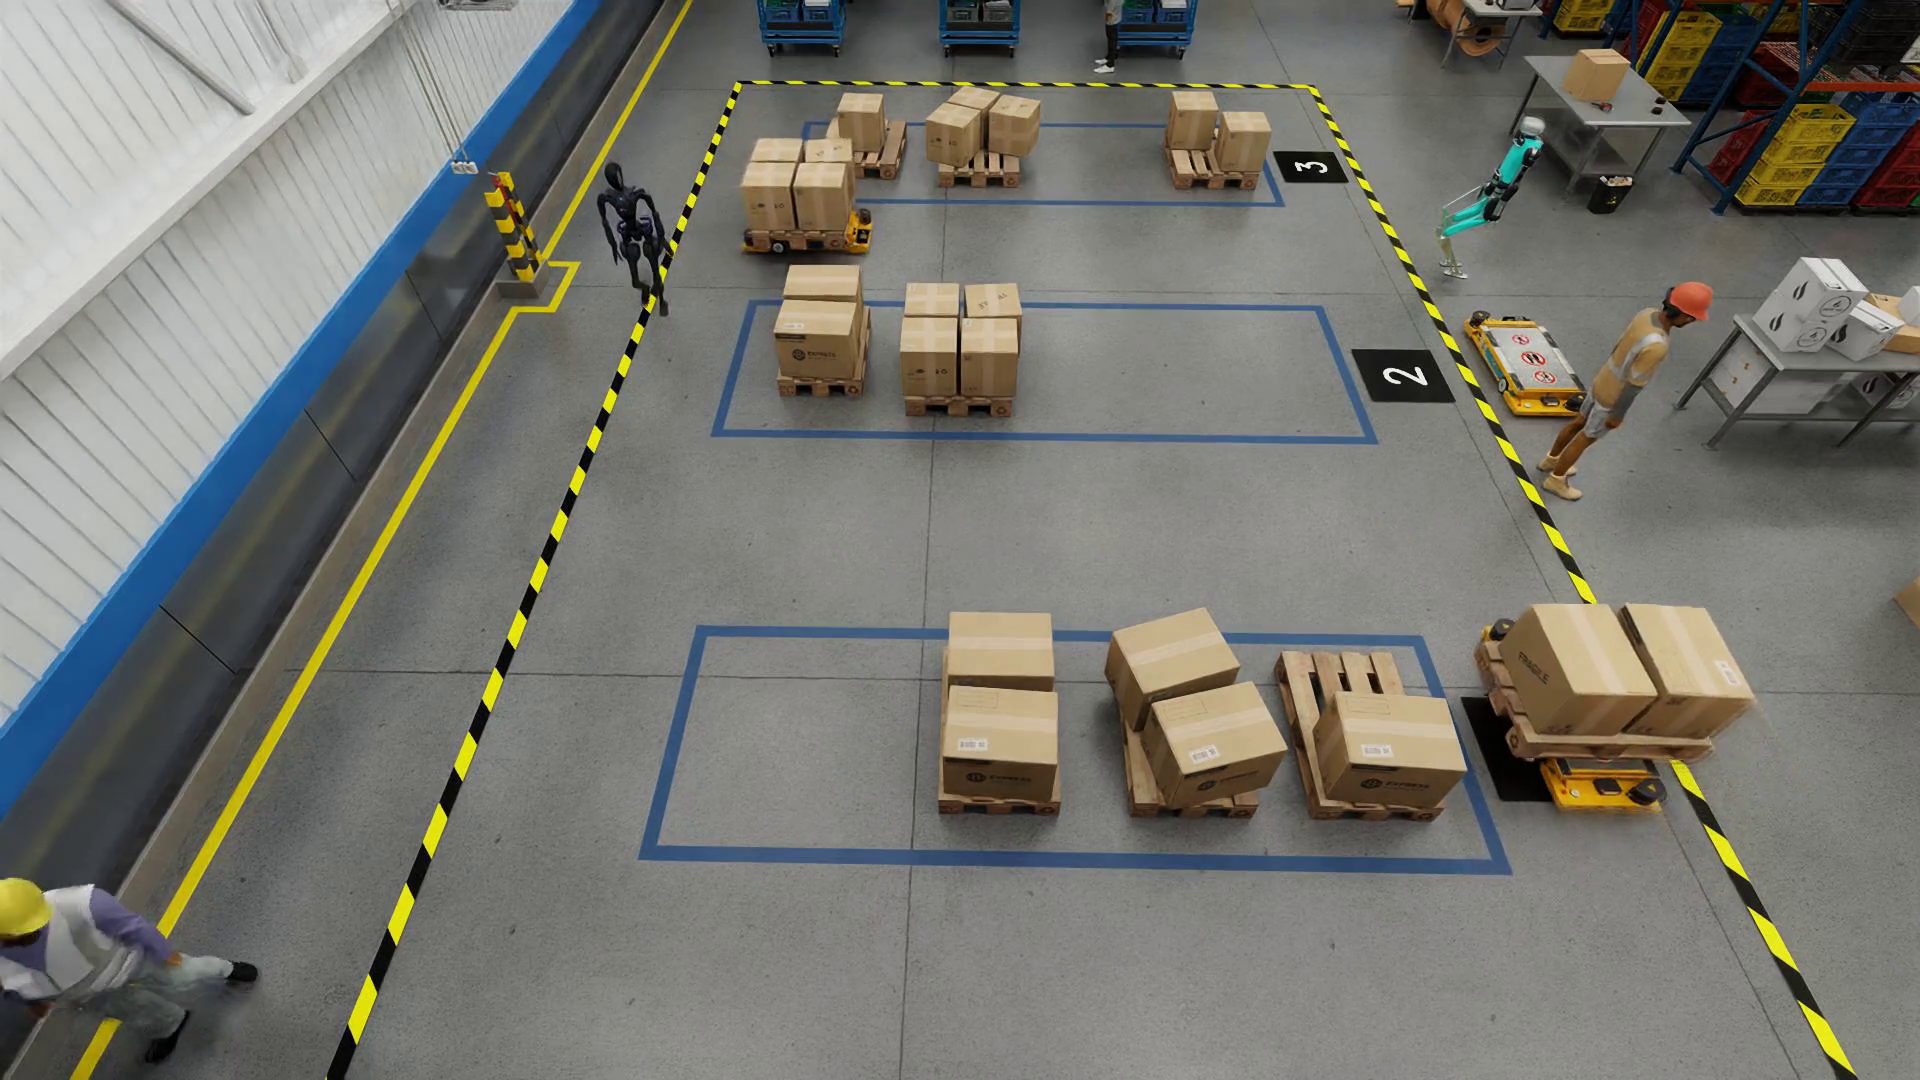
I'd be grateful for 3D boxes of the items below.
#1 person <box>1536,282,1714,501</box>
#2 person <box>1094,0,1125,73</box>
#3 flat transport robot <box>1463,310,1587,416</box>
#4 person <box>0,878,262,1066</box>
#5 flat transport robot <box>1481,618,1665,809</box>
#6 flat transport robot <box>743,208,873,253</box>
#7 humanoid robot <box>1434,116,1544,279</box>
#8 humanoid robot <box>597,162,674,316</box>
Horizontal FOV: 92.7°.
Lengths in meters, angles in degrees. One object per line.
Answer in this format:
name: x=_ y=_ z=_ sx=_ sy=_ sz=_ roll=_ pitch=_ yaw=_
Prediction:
person: x=5.319 y=-1.191 z=7.400 sx=0.400 sy=2.033 sz=0.607 roll=16 pitch=51 yaw=13
person: x=2.170 y=-7.717 z=13.166 sx=0.396 sy=1.852 sz=0.589 roll=10 pitch=50 yaw=8
flat transport robot: x=5.573 y=-1.757 z=9.054 sx=0.659 sy=0.231 sz=1.431 roll=1 pitch=49 yaw=1
person: x=-4.372 y=2.164 z=4.661 sx=0.659 sy=1.787 sz=0.435 roll=-24 pitch=53 yaw=-20
flat transport robot: x=4.306 y=1.188 z=6.486 sx=0.652 sy=0.197 sz=1.431 roll=1 pitch=49 yaw=1
flat transport robot: x=-1.755 y=-3.605 z=10.635 sx=1.431 sy=0.197 sz=0.652 roll=1 pitch=49 yaw=1
humanoid robot: x=5.379 y=-3.558 z=9.556 sx=0.735 sy=1.672 sz=0.533 roll=8 pitch=50 yaw=7
humanoid robot: x=-3.221 y=-3.014 z=9.213 sx=0.607 sy=1.647 sz=0.372 roll=-8 pitch=50 yaw=-7
